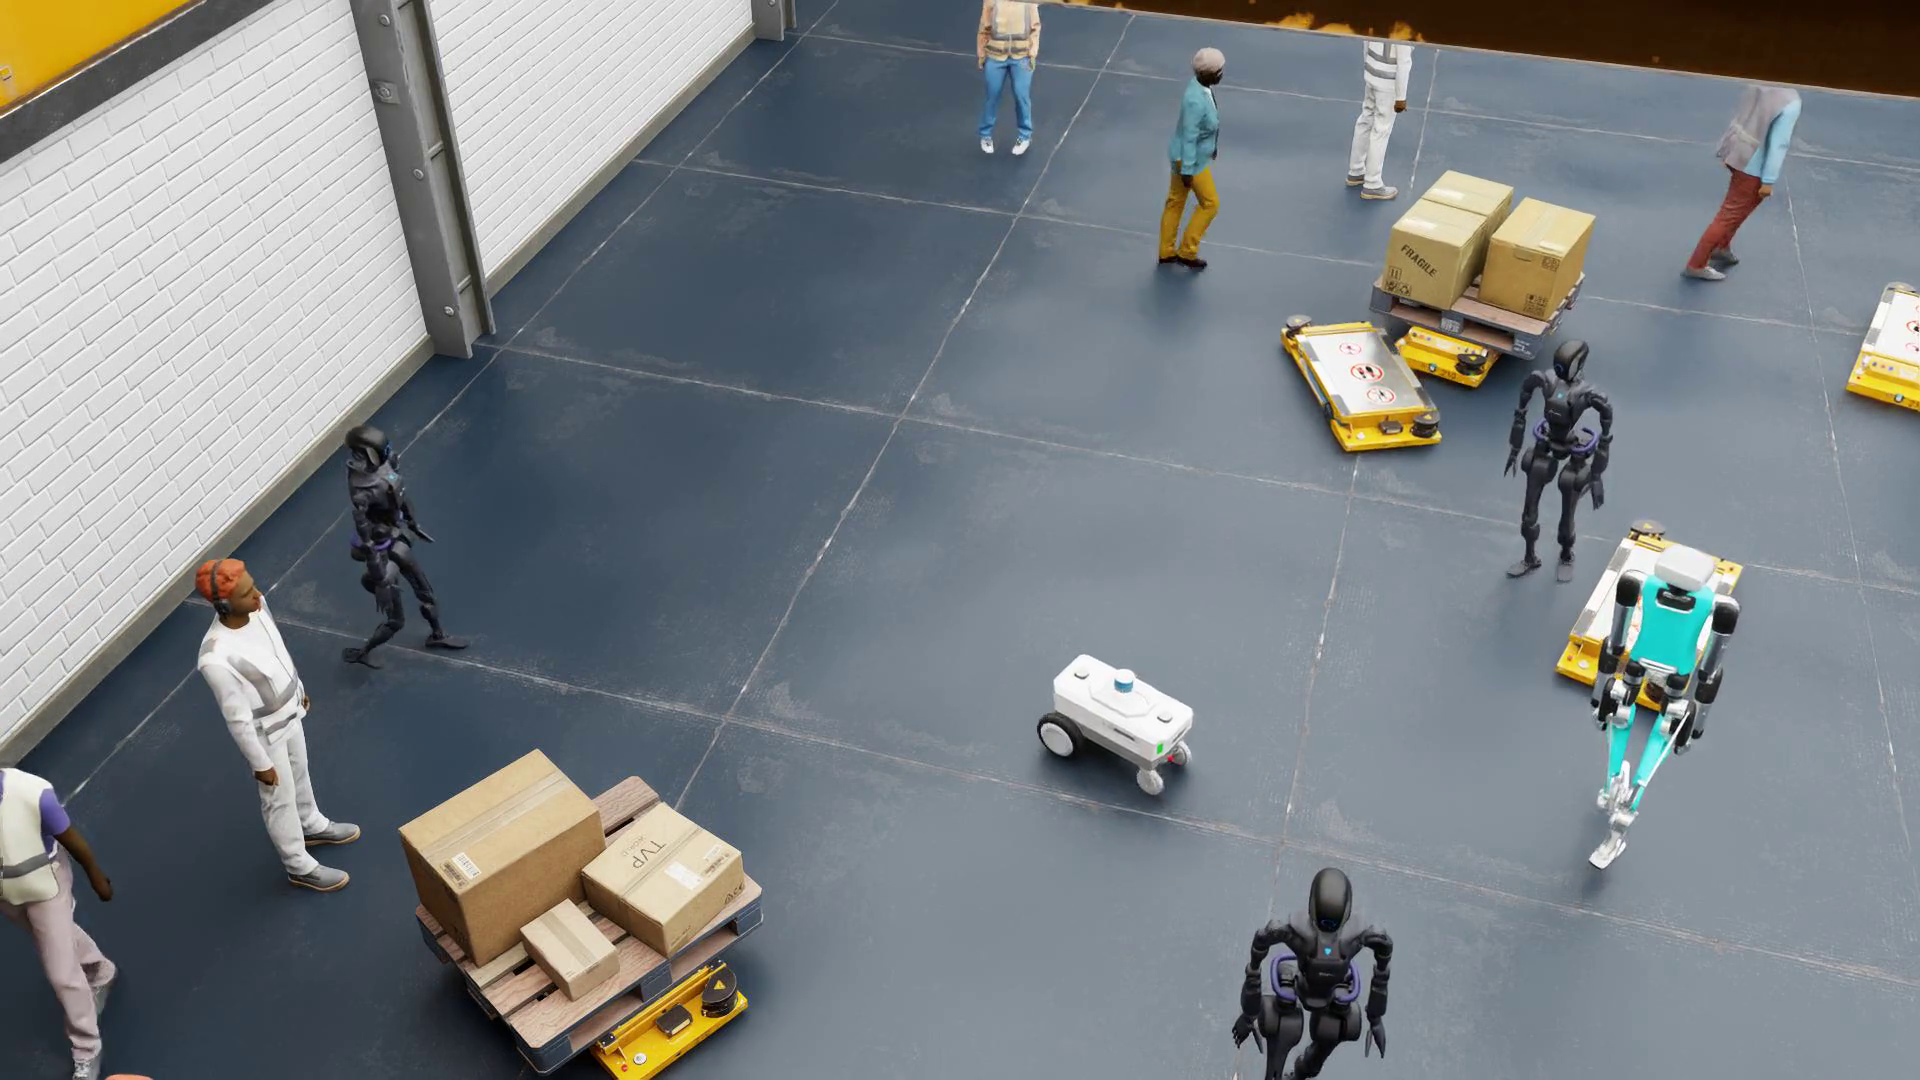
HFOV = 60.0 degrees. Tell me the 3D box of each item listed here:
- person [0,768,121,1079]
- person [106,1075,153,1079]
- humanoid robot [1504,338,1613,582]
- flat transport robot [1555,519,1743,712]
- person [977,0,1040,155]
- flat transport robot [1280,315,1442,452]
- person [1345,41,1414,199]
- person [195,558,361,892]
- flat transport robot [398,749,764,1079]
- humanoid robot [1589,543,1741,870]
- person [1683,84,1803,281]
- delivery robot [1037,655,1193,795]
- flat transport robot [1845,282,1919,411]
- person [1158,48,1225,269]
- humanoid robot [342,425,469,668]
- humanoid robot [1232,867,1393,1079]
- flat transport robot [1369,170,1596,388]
[{"bbox_3d":[-3.911,1.533,6.858,0.603,1.812,0.817,1,39,1],"label":"person"},{"bbox_3d":[-2.573,2.436,5.644,0.542,1.939,0.366,-14,41,-17],"label":"person"},{"bbox_3d":[3.407,-0.450,9.455,0.610,1.631,0.418,32,48,33],"label":"humanoid robot"},{"bbox_3d":[3.957,0.415,9.488,0.659,0.231,1.431,23,44,25],"label":"flat transport robot"},{"bbox_3d":[0.398,-4.058,13.901,0.529,1.711,0.395,-2,39,-2],"label":"person"},{"bbox_3d":[2.725,-1.099,11.371,0.659,0.231,1.431,-5,39,-7],"label":"flat transport robot"},{"bbox_3d":[3.392,-3.650,13.256,0.338,1.882,0.582,-11,40,-13],"label":"person"},{"bbox_3d":[-3.163,0.846,7.664,0.354,1.884,0.573,-2,39,-2],"label":"person"},{"bbox_3d":[-1.679,1.866,7.684,0.659,0.231,1.431,-31,48,-32],"label":"flat transport robot"},{"bbox_3d":[3.155,0.862,7.753,0.571,1.727,0.986,21,43,24],"label":"humanoid robot"},{"bbox_3d":[5.798,-2.750,12.173,0.605,1.841,0.548,-2,39,-2],"label":"person"},{"bbox_3d":[0.812,0.914,8.649,0.786,0.608,0.499,26,46,29],"label":"delivery robot"},{"bbox_3d":[6.726,-1.354,11.689,0.659,0.231,1.431,22,44,25],"label":"flat transport robot"},{"bbox_3d":[1.744,-2.807,12.320,0.493,1.729,0.518,-2,39,-3],"label":"person"},{"bbox_3d":[-3.095,0.040,8.846,0.601,1.631,0.590,2,39,3],"label":"humanoid robot"},{"bbox_3d":[1.397,1.891,6.538,0.611,1.643,0.602,2,39,3],"label":"humanoid robot"},{"bbox_3d":[3.671,-1.586,11.977,0.659,0.231,1.431,23,44,26],"label":"flat transport robot"}]
